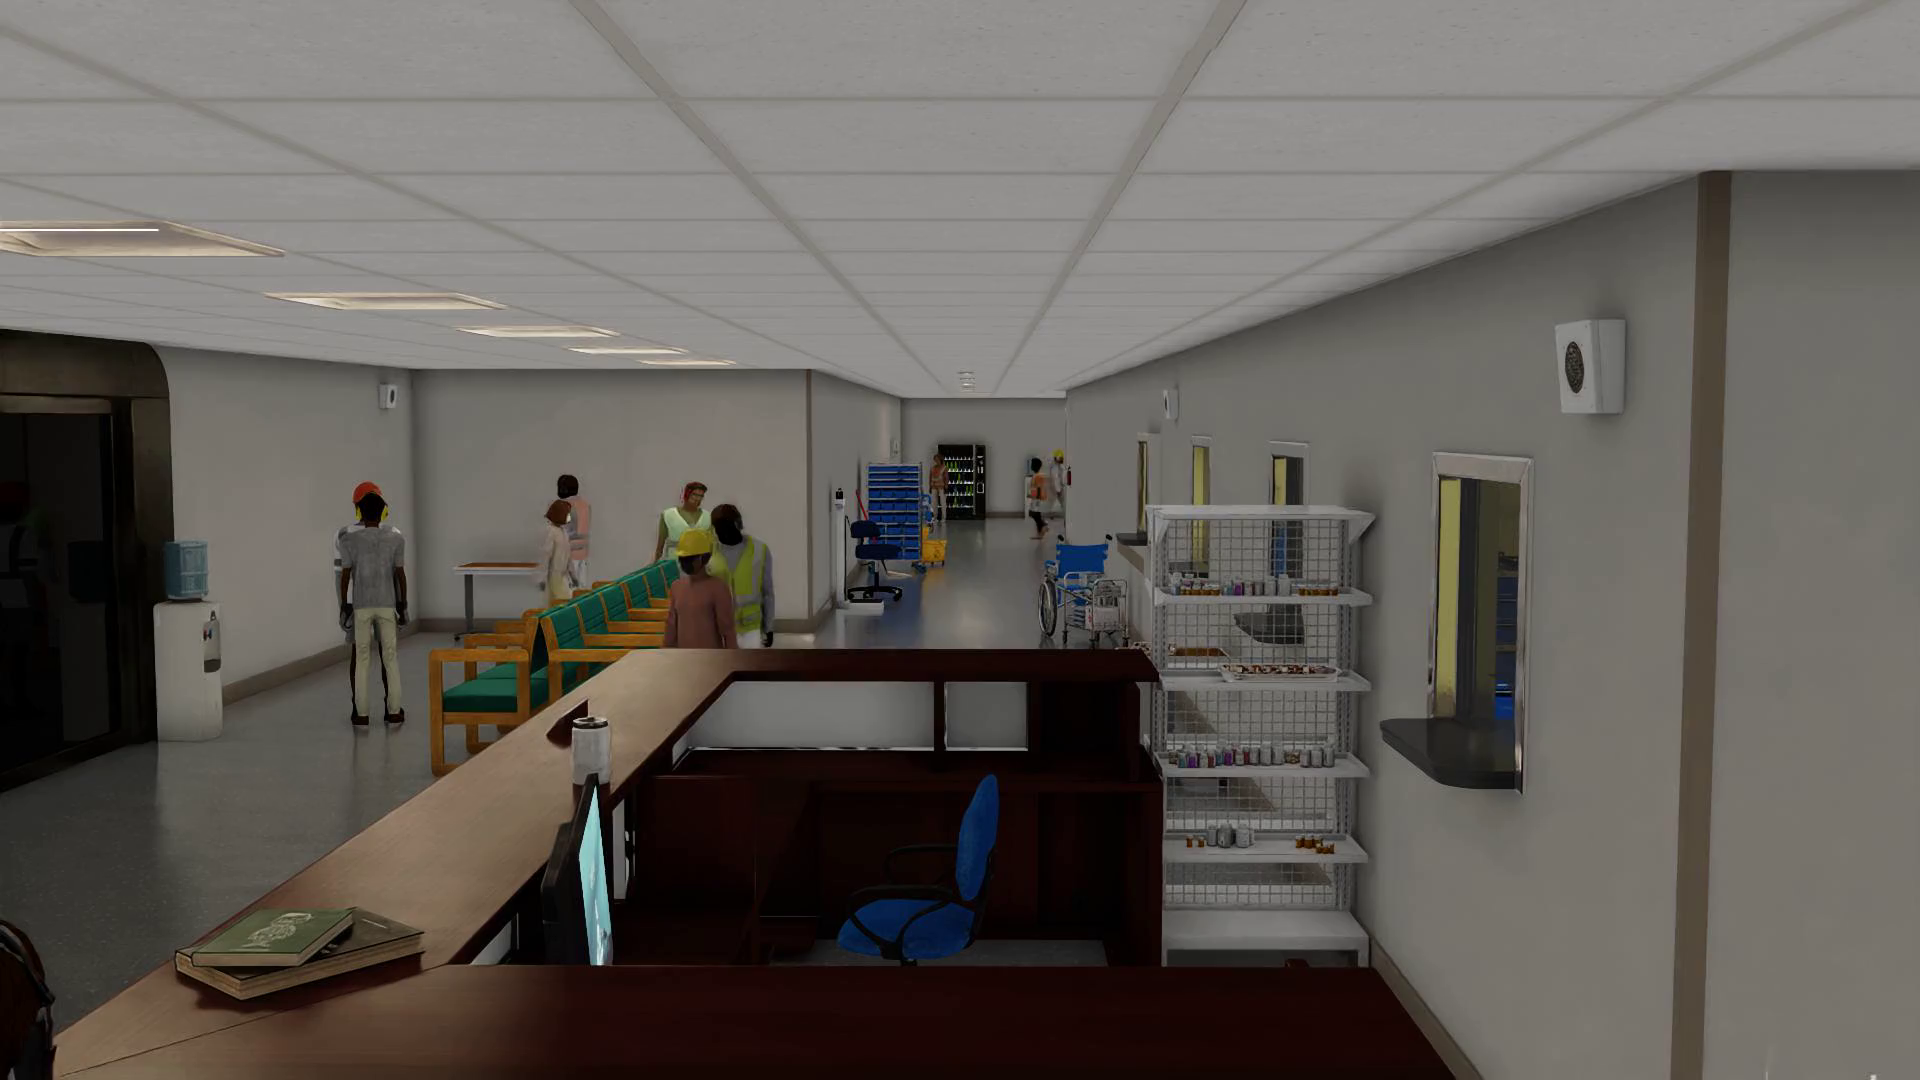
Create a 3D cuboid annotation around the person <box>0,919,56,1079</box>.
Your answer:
[{"bbox_3d":[-1.197,1.364,2.004,0.626,1.837,0.429,-2,5,-29],"label":"person"}]

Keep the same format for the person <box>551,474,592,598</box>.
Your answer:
[{"bbox_3d":[-4.304,0.196,18.303,0.429,1.842,0.636,1,4,15],"label":"person"}]

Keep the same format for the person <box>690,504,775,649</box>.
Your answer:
[{"bbox_3d":[-1.692,0.642,12.244,0.658,1.819,0.431,-1,4,-11],"label":"person"}]

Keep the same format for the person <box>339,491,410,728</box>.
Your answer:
[{"bbox_3d":[-4.642,0.548,13.176,0.531,1.870,0.318,-2,4,-22],"label":"person"}]

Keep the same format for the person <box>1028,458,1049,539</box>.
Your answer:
[{"bbox_3d":[1.586,-0.843,33.986,0.382,1.685,0.536,-1,4,-11],"label":"person"}]

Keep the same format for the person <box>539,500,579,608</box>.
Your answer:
[{"bbox_3d":[-4.050,0.395,17.079,0.682,1.605,0.520,0,4,3],"label":"person"}]

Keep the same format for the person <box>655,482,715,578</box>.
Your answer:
[{"bbox_3d":[-2.783,0.313,16.920,0.607,1.802,0.692,-3,5,-32],"label":"person"}]

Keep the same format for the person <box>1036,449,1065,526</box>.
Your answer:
[{"bbox_3d":[2.206,-1.195,38.228,0.947,1.789,0.602,1,4,13],"label":"person"}]

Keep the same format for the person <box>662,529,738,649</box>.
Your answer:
[{"bbox_3d":[-1.700,0.790,10.835,0.527,1.726,0.895,3,5,40],"label":"person"}]

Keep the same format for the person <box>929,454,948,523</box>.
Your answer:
[{"bbox_3d":[-0.507,-1.220,39.572,0.514,1.641,0.309,2,5,29],"label":"person"}]

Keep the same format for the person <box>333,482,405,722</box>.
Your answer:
[{"bbox_3d":[-4.748,0.498,13.409,0.544,1.938,0.355,-1,4,-10],"label":"person"}]
